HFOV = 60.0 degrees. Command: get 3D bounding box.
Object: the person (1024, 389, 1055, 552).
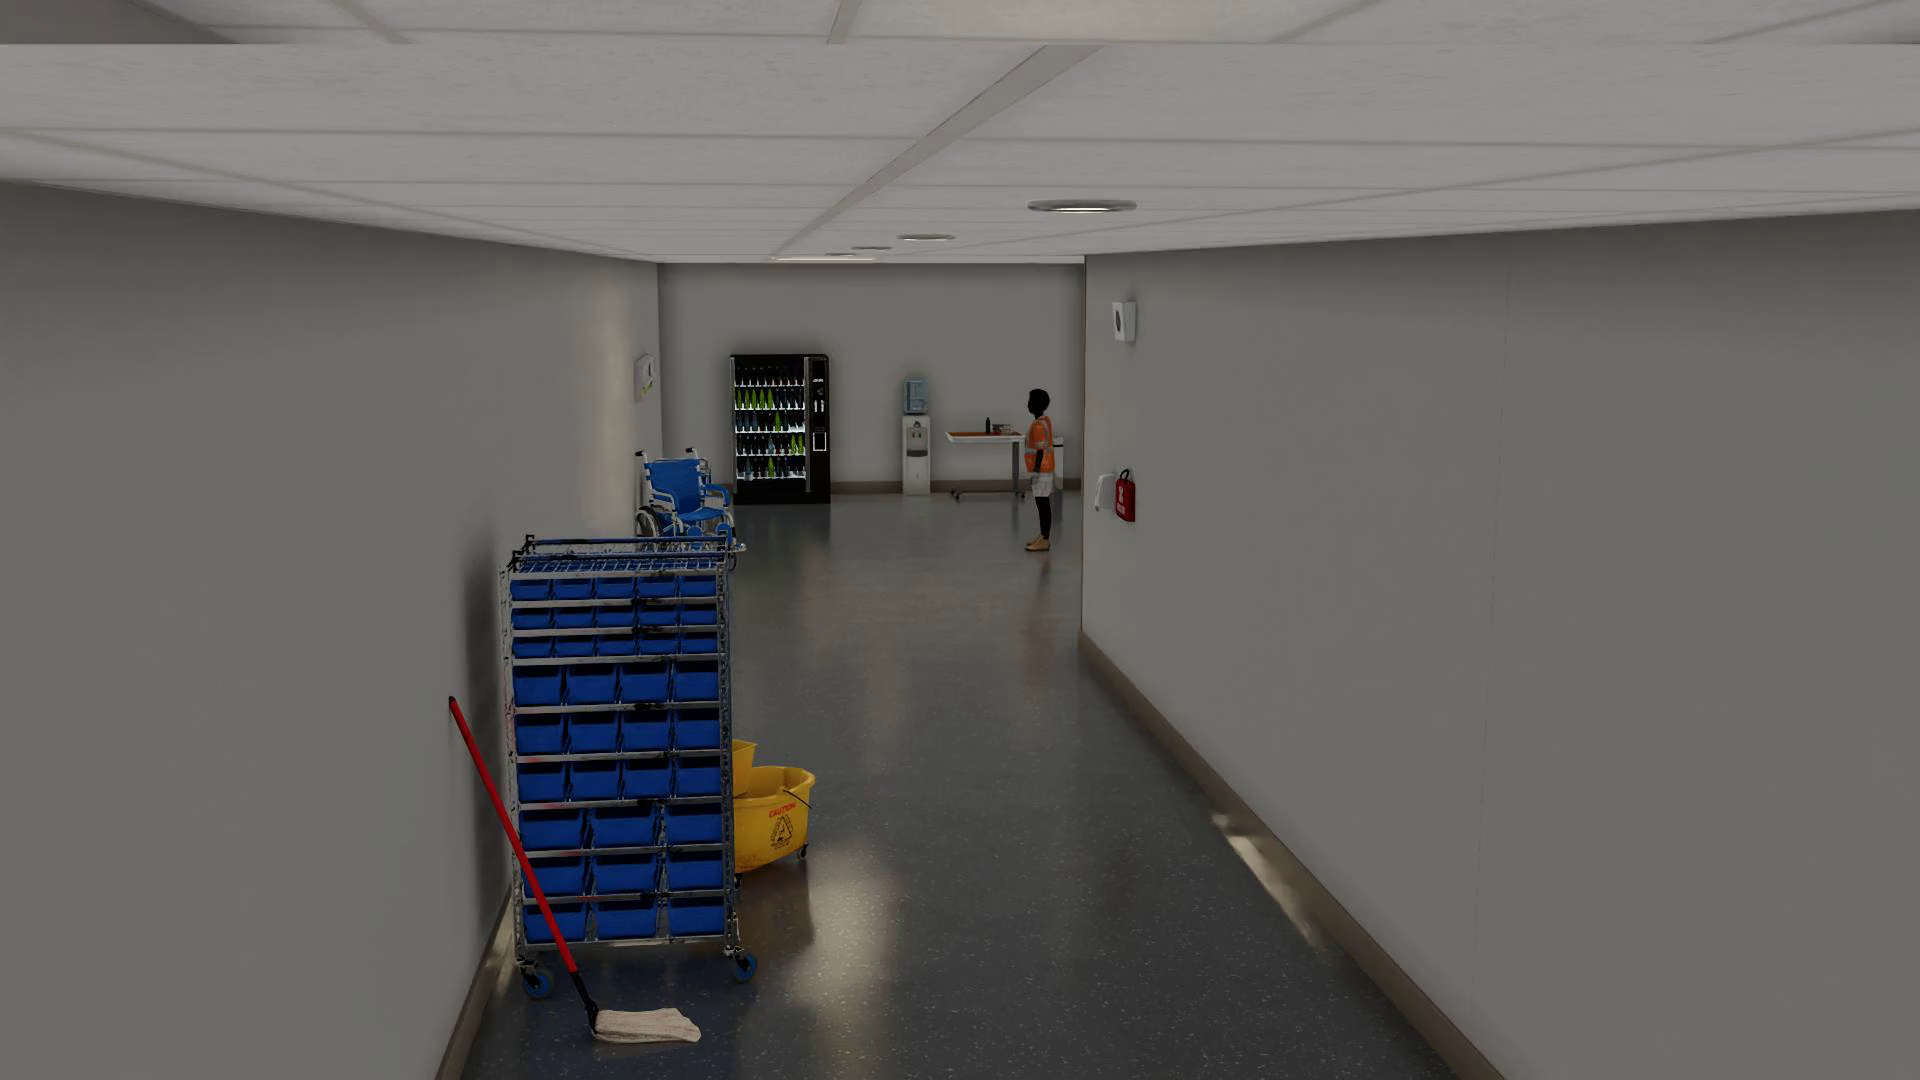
[{"bbox_3d":[0.826,-0.727,17.327,0.321,1.697,0.529,1,9,9],"label":"person"}]
